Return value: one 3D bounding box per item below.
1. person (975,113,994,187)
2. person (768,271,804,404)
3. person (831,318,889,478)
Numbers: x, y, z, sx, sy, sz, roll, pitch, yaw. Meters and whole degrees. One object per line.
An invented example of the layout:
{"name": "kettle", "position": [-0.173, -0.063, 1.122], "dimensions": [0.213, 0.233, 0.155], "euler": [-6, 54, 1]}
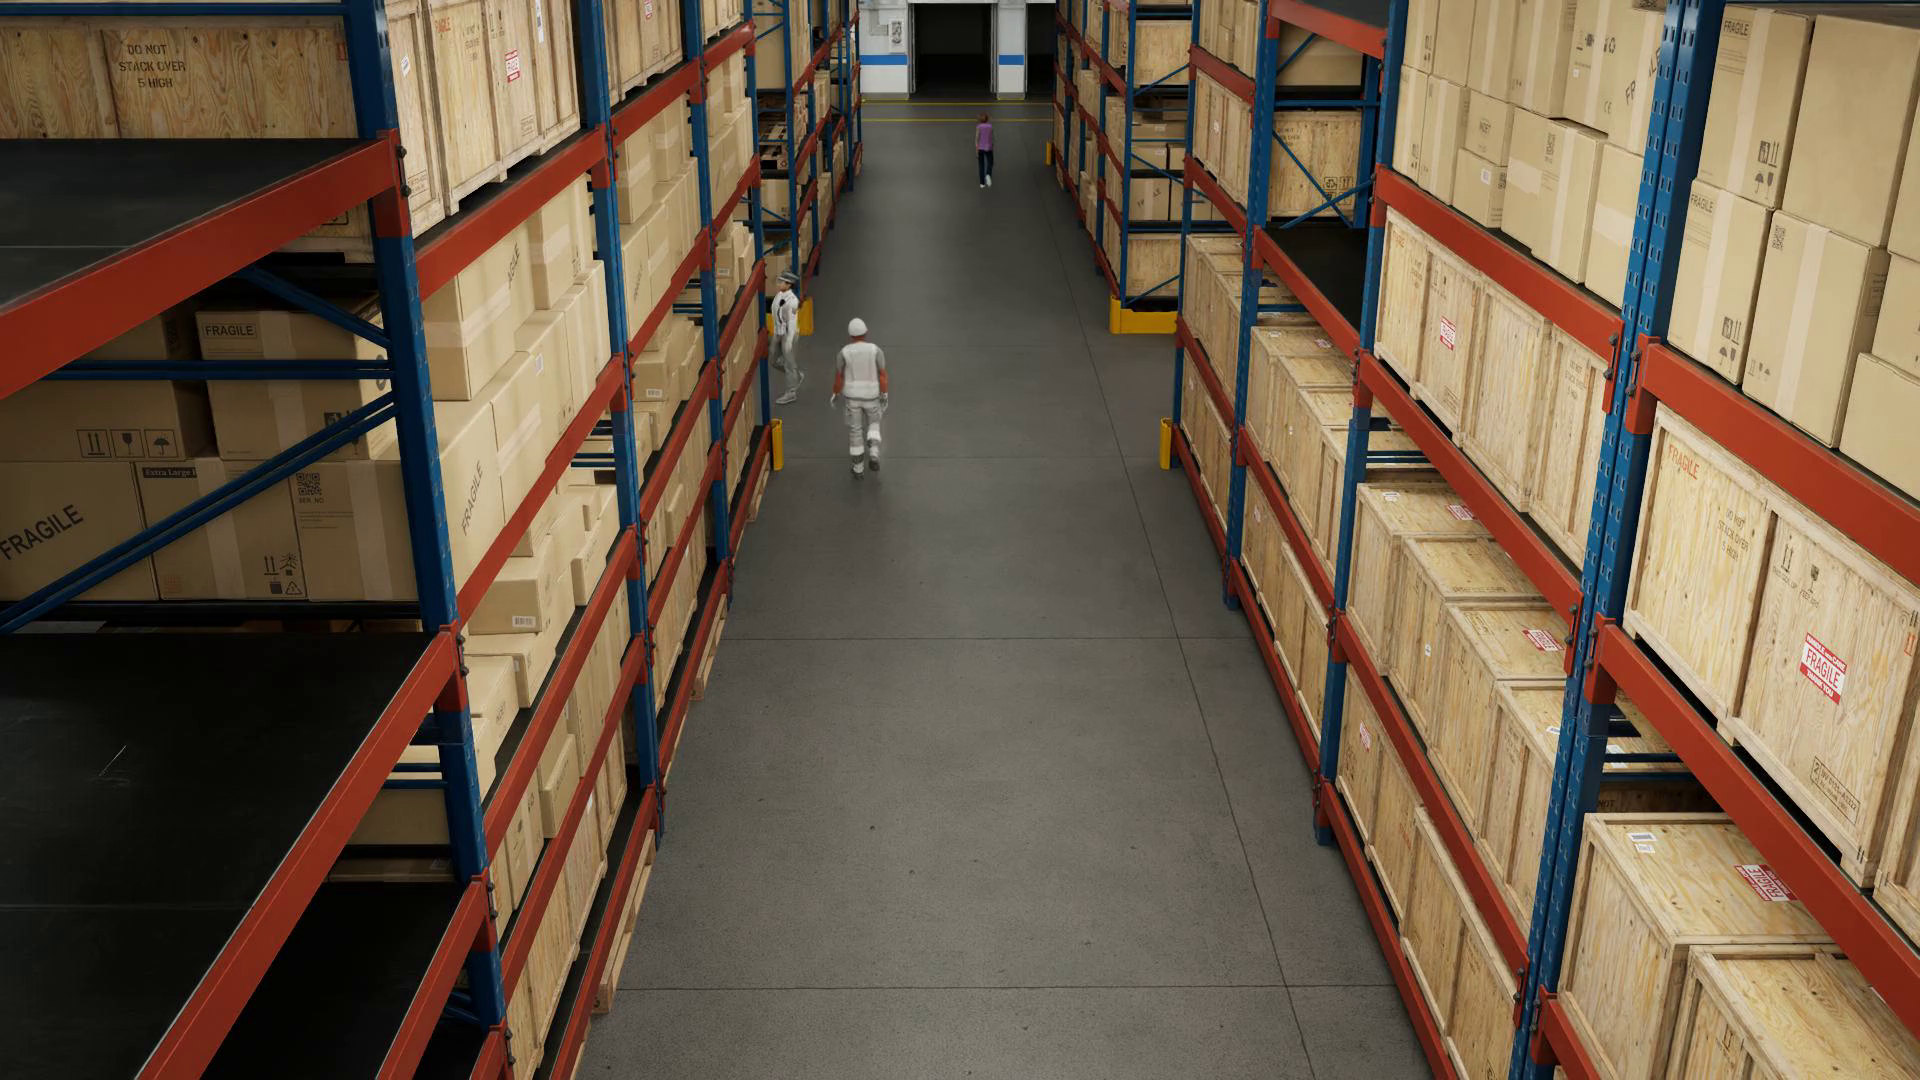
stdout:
{"name": "person", "position": [0.538, -8.484, 36.233], "dimensions": [0.421, 1.602, 0.532], "euler": [1, 22, 3]}
{"name": "person", "position": [-2.182, -2.603, 21.169], "dimensions": [0.482, 1.693, 0.485], "euler": [-12, 25, -28]}
{"name": "person", "position": [-1.113, -1.577, 18.429], "dimensions": [0.637, 1.784, 0.495], "euler": [-3, 22, -6]}
